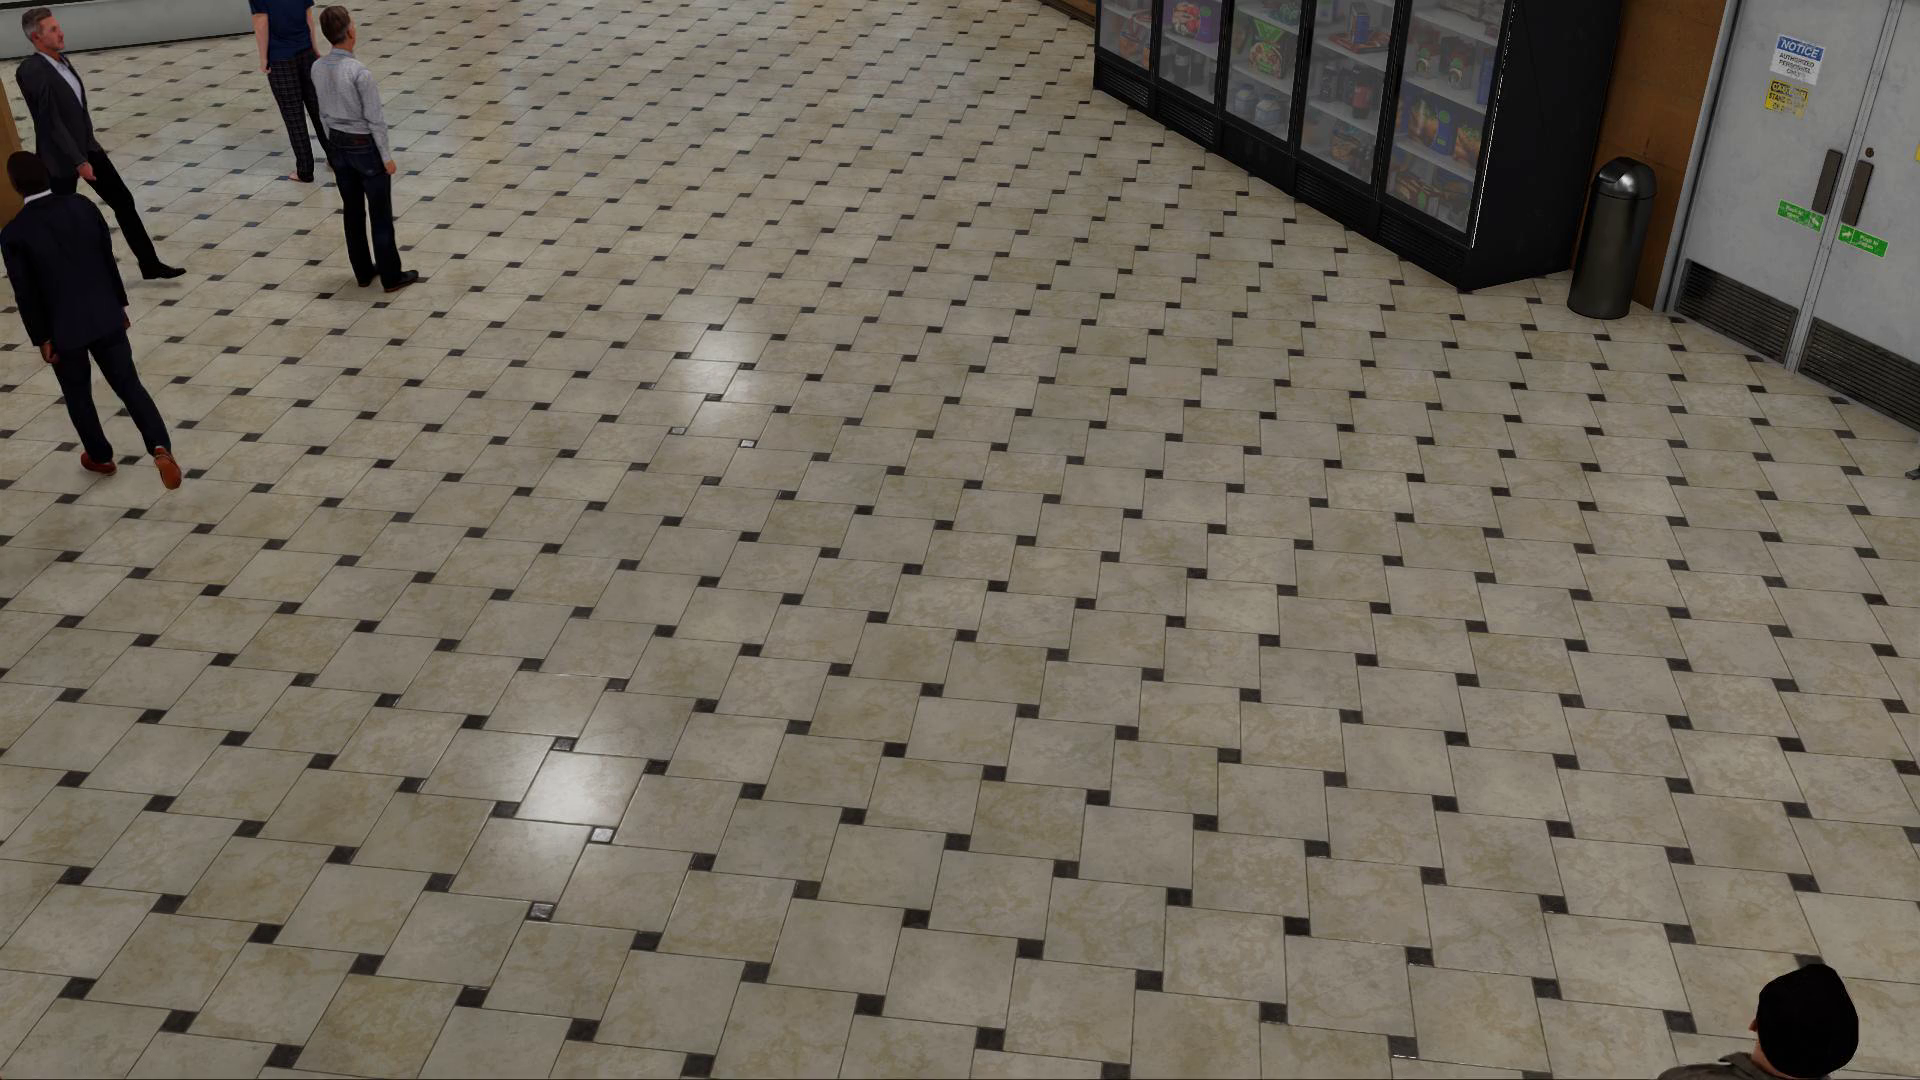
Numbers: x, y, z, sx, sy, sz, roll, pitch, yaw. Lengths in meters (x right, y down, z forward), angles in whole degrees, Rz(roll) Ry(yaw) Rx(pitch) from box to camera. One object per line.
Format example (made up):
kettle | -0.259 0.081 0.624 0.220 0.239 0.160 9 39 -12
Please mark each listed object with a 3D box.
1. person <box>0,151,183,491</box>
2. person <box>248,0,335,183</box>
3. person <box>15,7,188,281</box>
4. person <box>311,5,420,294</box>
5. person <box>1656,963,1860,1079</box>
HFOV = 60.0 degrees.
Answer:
person | -4.383 -1.055 8.390 0.968 1.796 1.101 28 41 37
person | -5.021 -3.644 12.479 0.794 1.871 0.636 24 39 33
person | -5.760 -2.438 10.610 1.350 1.797 1.073 1 32 1
person | -3.873 -2.506 10.701 0.728 1.817 0.777 13 34 20
person | 1.767 1.706 3.886 0.753 1.864 0.851 6 32 10
